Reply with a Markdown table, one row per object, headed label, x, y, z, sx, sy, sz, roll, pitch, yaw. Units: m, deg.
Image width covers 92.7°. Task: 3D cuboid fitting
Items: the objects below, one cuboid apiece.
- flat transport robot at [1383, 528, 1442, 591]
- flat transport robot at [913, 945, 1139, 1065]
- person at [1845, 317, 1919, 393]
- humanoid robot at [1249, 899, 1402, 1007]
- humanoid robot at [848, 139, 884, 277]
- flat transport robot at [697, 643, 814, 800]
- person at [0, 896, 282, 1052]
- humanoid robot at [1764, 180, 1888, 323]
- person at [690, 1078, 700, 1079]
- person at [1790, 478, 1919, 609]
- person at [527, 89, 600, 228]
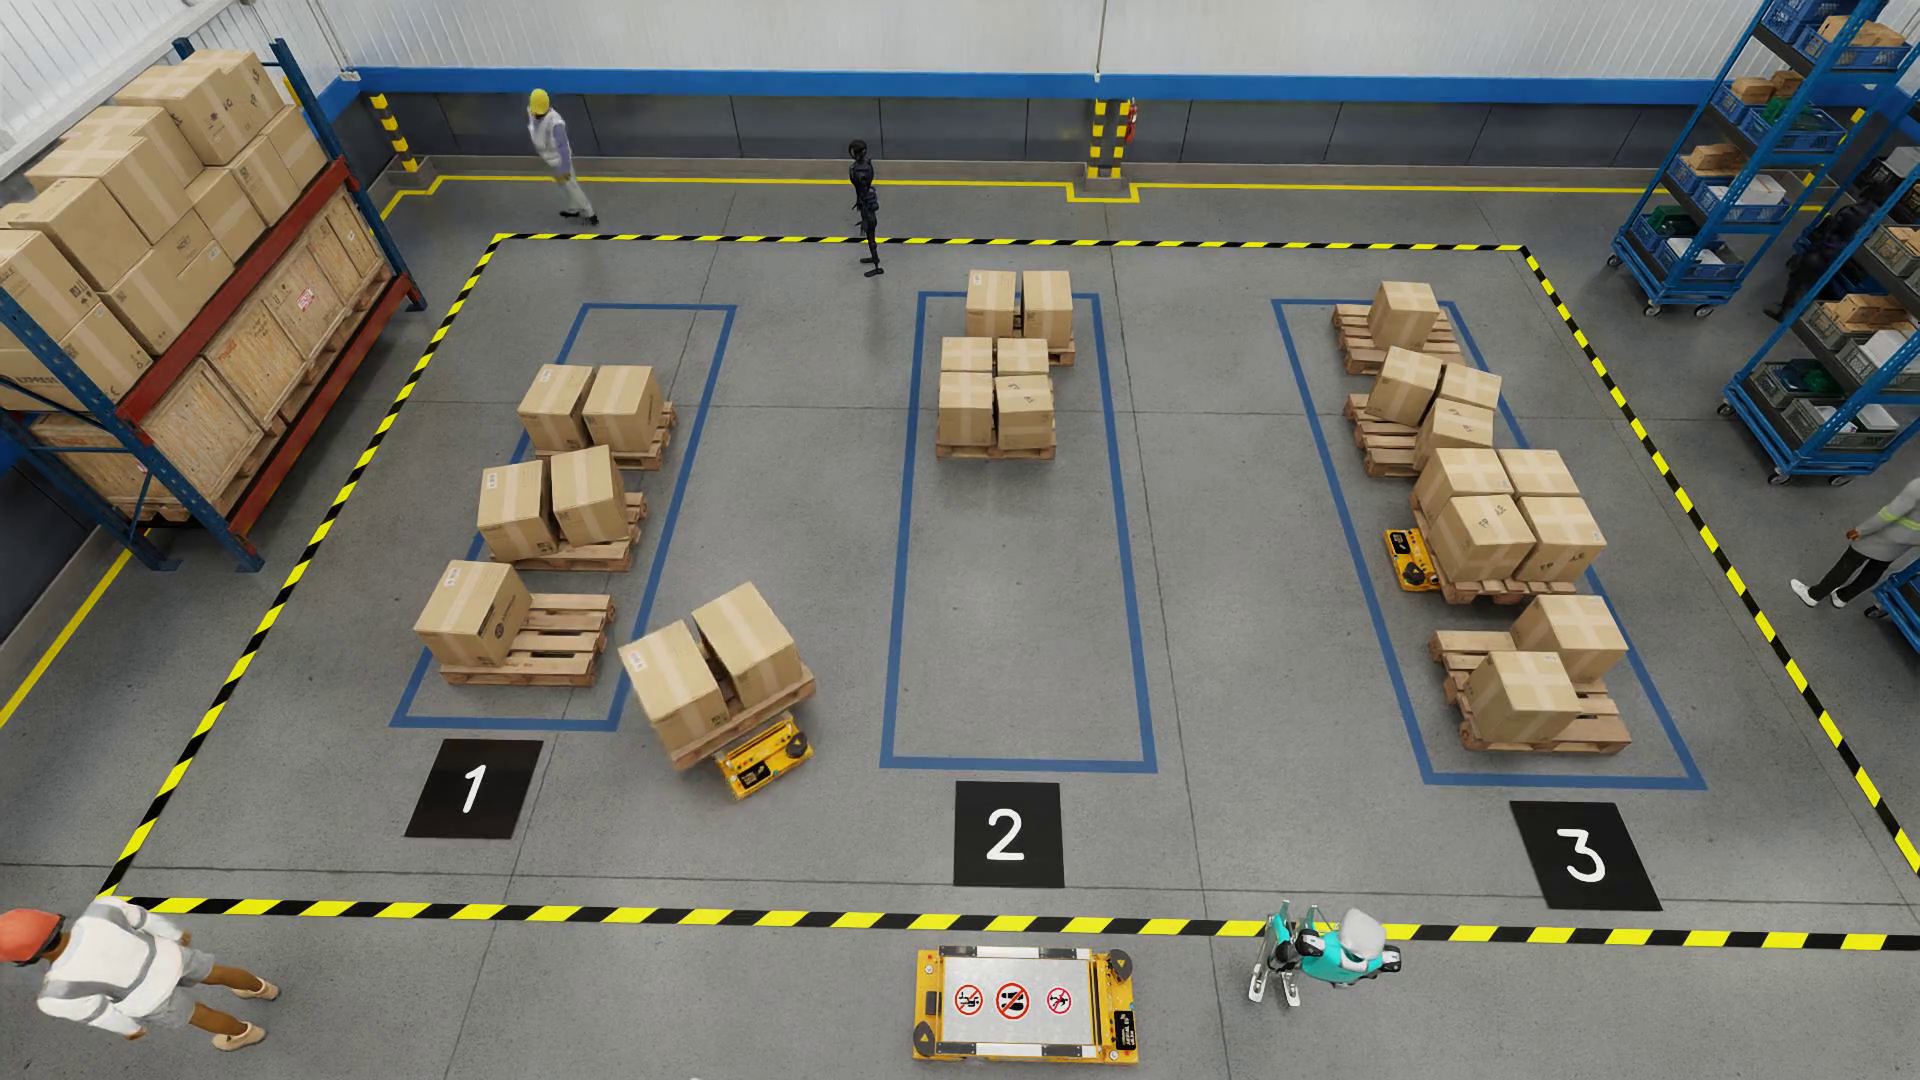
| label | x | y | z | sx | sy | sz | roll | pitch | yaw |
| --- | --- | --- | --- | --- | --- | --- | --- | --- | --- |
| flat transport robot | 4.689 | 0.155 | 8.342 | 1.431 | 0.197 | 0.652 | 1 | 51 | 1 |
| flat transport robot | 0.422 | 3.041 | 6.007 | 1.431 | 0.231 | 0.659 | 1 | 51 | 1 |
| person | 9.613 | -2.277 | 9.396 | 0.506 | 1.717 | 0.712 | 2 | 51 | 2 |
| humanoid robot | 2.125 | 2.380 | 5.512 | 0.533 | 1.677 | 0.735 | 8 | 51 | 7 |
| humanoid robot | -1.111 | -3.881 | 10.734 | 0.315 | 1.653 | 0.599 | -8 | 51 | -6 |
| flat transport robot | -1.833 | 1.330 | 7.383 | 0.652 | 0.197 | 1.431 | -30 | 57 | -22 |
| person | -4.693 | 2.531 | 5.279 | 0.376 | 2.045 | 0.605 | -2 | 51 | -1 |
| humanoid robot | 9.589 | -3.193 | 10.183 | 0.589 | 1.647 | 0.363 | -18 | 53 | -14 |
| person | -1.171 | 3.194 | 4.820 | 0.596 | 1.915 | 0.371 | 37 | 60 | 26 |
| person | 7.692 | -0.094 | 7.541 | 0.596 | 1.849 | 0.395 | 5 | 51 | 4 |
| person | -5.019 | -4.750 | 11.388 | 0.667 | 1.780 | 0.406 | 36 | 59 | 26 |
